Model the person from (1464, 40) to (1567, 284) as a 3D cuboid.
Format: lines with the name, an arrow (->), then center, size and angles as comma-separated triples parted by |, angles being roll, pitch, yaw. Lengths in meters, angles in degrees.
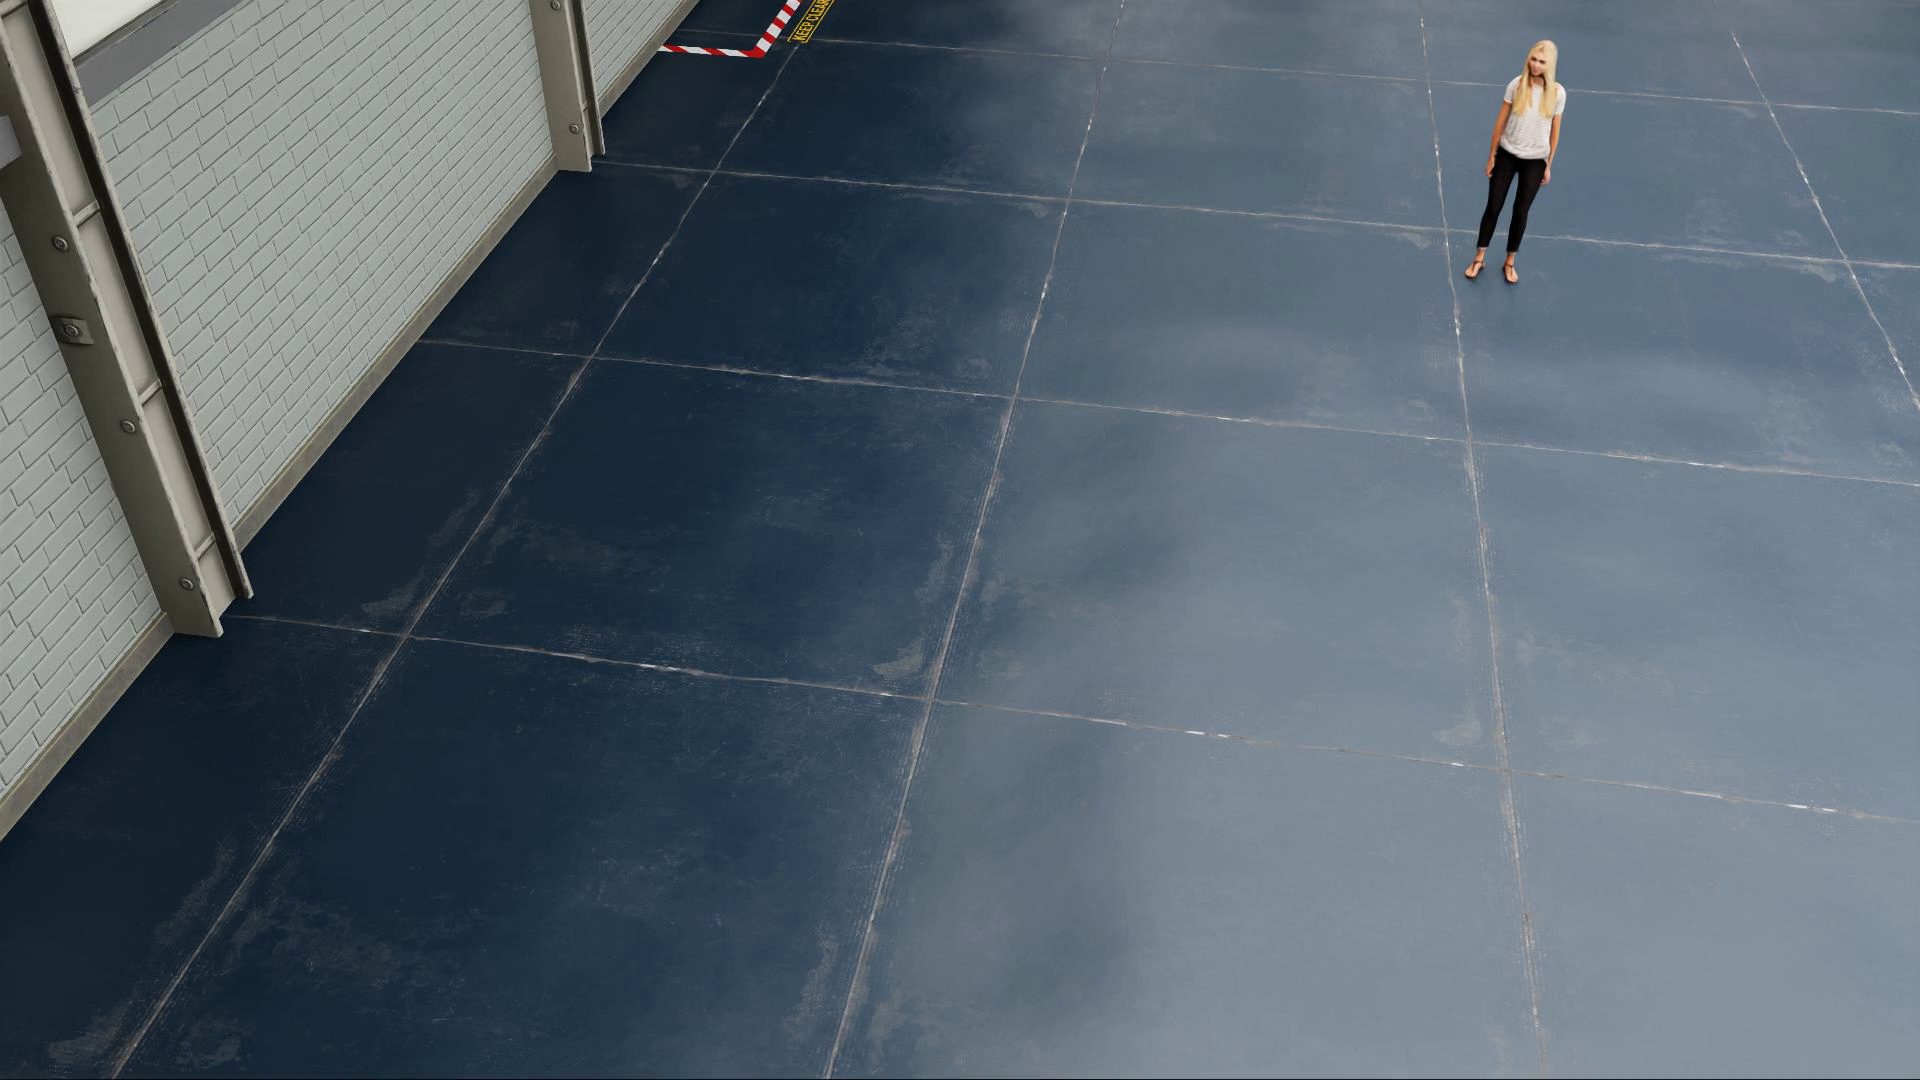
person -> 4.049, -2.734, 12.026 | 0.630, 1.824, 0.556 | 10, 39, 13
